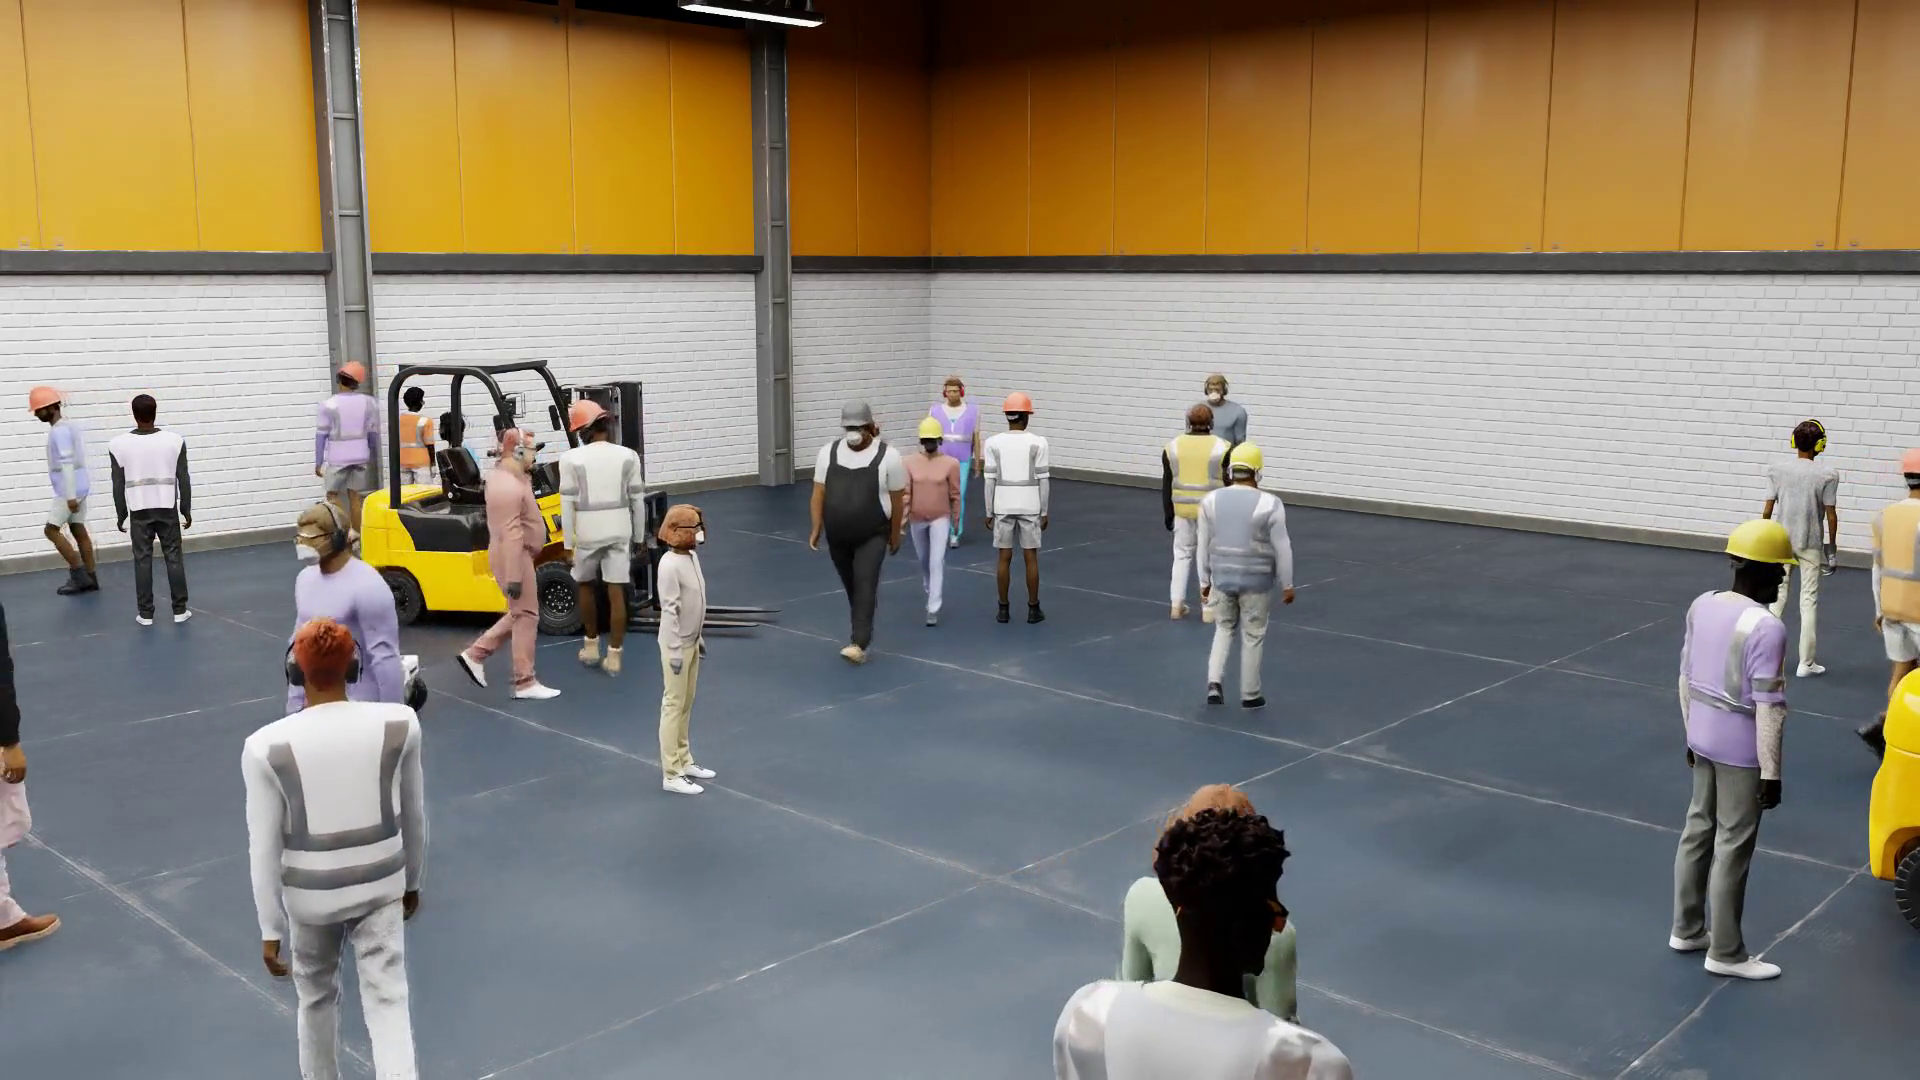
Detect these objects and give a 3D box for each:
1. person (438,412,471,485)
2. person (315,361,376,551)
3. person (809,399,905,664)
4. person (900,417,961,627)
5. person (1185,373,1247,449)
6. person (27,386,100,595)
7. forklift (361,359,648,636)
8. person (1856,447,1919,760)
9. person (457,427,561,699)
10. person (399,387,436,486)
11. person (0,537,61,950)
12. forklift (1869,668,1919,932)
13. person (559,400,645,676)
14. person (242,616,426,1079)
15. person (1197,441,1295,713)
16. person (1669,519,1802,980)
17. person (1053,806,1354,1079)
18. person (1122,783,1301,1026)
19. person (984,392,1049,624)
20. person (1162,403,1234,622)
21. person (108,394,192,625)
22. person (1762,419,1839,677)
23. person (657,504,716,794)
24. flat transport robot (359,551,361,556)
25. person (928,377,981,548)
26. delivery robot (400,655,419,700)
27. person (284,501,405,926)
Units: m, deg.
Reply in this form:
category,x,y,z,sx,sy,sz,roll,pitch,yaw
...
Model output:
category,x,y,z,sx,sy,sz,roll,pitch,yaw
person,-4.542,-0.355,15.240,0.838,1.662,0.530,0,9,0
person,-6.368,-0.853,17.256,0.641,2.007,0.567,-8,12,-42
person,-0.793,-0.119,12.644,0.685,2.000,1.066,3,10,17
person,-0.239,-0.193,14.069,0.515,1.722,0.930,2,9,10
person,2.595,-0.746,16.893,0.627,1.920,0.661,2,10,15
person,-8.124,-0.446,15.094,0.495,1.897,0.570,-3,10,-19
forklift,-3.850,-0.407,13.936,2.313,2.155,1.214,2,9,11
person,5.594,0.405,9.780,0.625,1.922,0.599,-2,10,-14
person,-3.098,0.169,11.352,0.568,1.882,0.661,-3,10,-19
person,-5.861,-0.803,17.910,0.532,1.690,0.319,3,10,17
person,-4.227,0.829,7.021,0.637,1.977,0.628,5,11,30
forklift,5.205,0.723,7.013,2.313,2.155,1.214,9,13,43
person,-2.642,-0.031,12.232,0.640,1.993,0.778,-4,10,-25
person,-1.988,1.167,5.401,0.563,1.848,0.958,-5,10,-26
person,1.881,0.259,10.997,0.619,1.821,0.433,6,11,33
person,3.263,0.862,6.980,0.385,1.922,0.594,-1,9,-9
person,0.460,1.465,3.162,0.607,1.963,0.373,6,11,33
person,0.660,1.438,4.417,0.538,1.605,0.624,7,12,38
person,0.475,-0.263,13.858,0.543,1.932,0.376,1,9,9
person,2.006,-0.226,13.919,0.637,1.840,0.429,5,10,26
person,-6.703,-0.251,13.818,0.592,1.922,0.392,-5,10,-26
person,6.100,0.056,12.093,0.538,1.869,0.313,9,13,42
person,-1.563,0.605,9.443,0.278,1.634,0.497,1,9,7
flat transport robot,-5.384,0.027,17.159,0.652,0.197,1.431,7,12,38
person,-0.066,-0.859,17.903,0.579,1.810,0.902,1,9,7
delivery robot,-3.900,0.878,10.785,0.707,0.478,0.477,0,9,-3
person,-2.821,0.777,7.522,0.656,1.914,0.627,-9,13,-44
